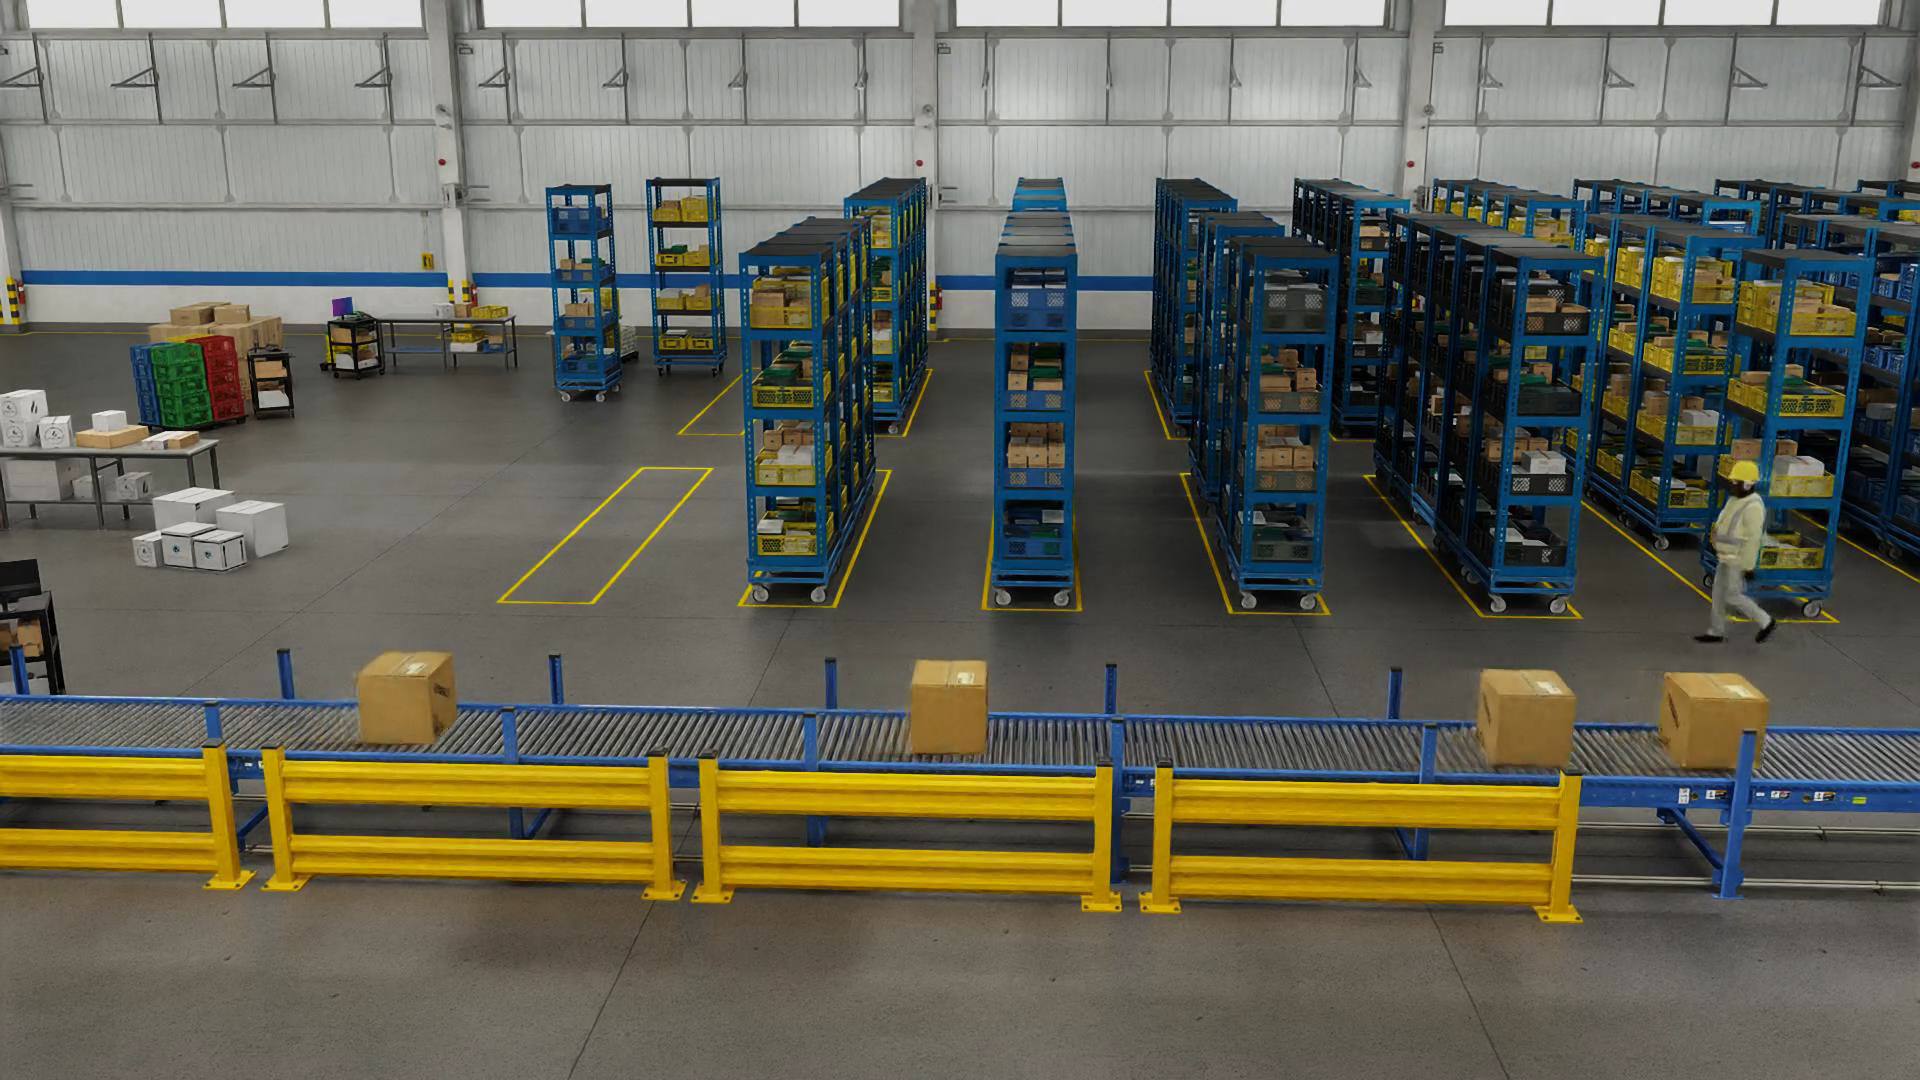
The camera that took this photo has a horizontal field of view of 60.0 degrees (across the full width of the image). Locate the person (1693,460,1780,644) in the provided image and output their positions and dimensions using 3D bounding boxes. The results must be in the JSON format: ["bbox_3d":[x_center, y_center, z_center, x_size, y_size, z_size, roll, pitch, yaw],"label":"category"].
[{"bbox_3d":[7.341,0.140,15.585,0.630,1.815,0.598,2,15,8],"label":"person"}]
